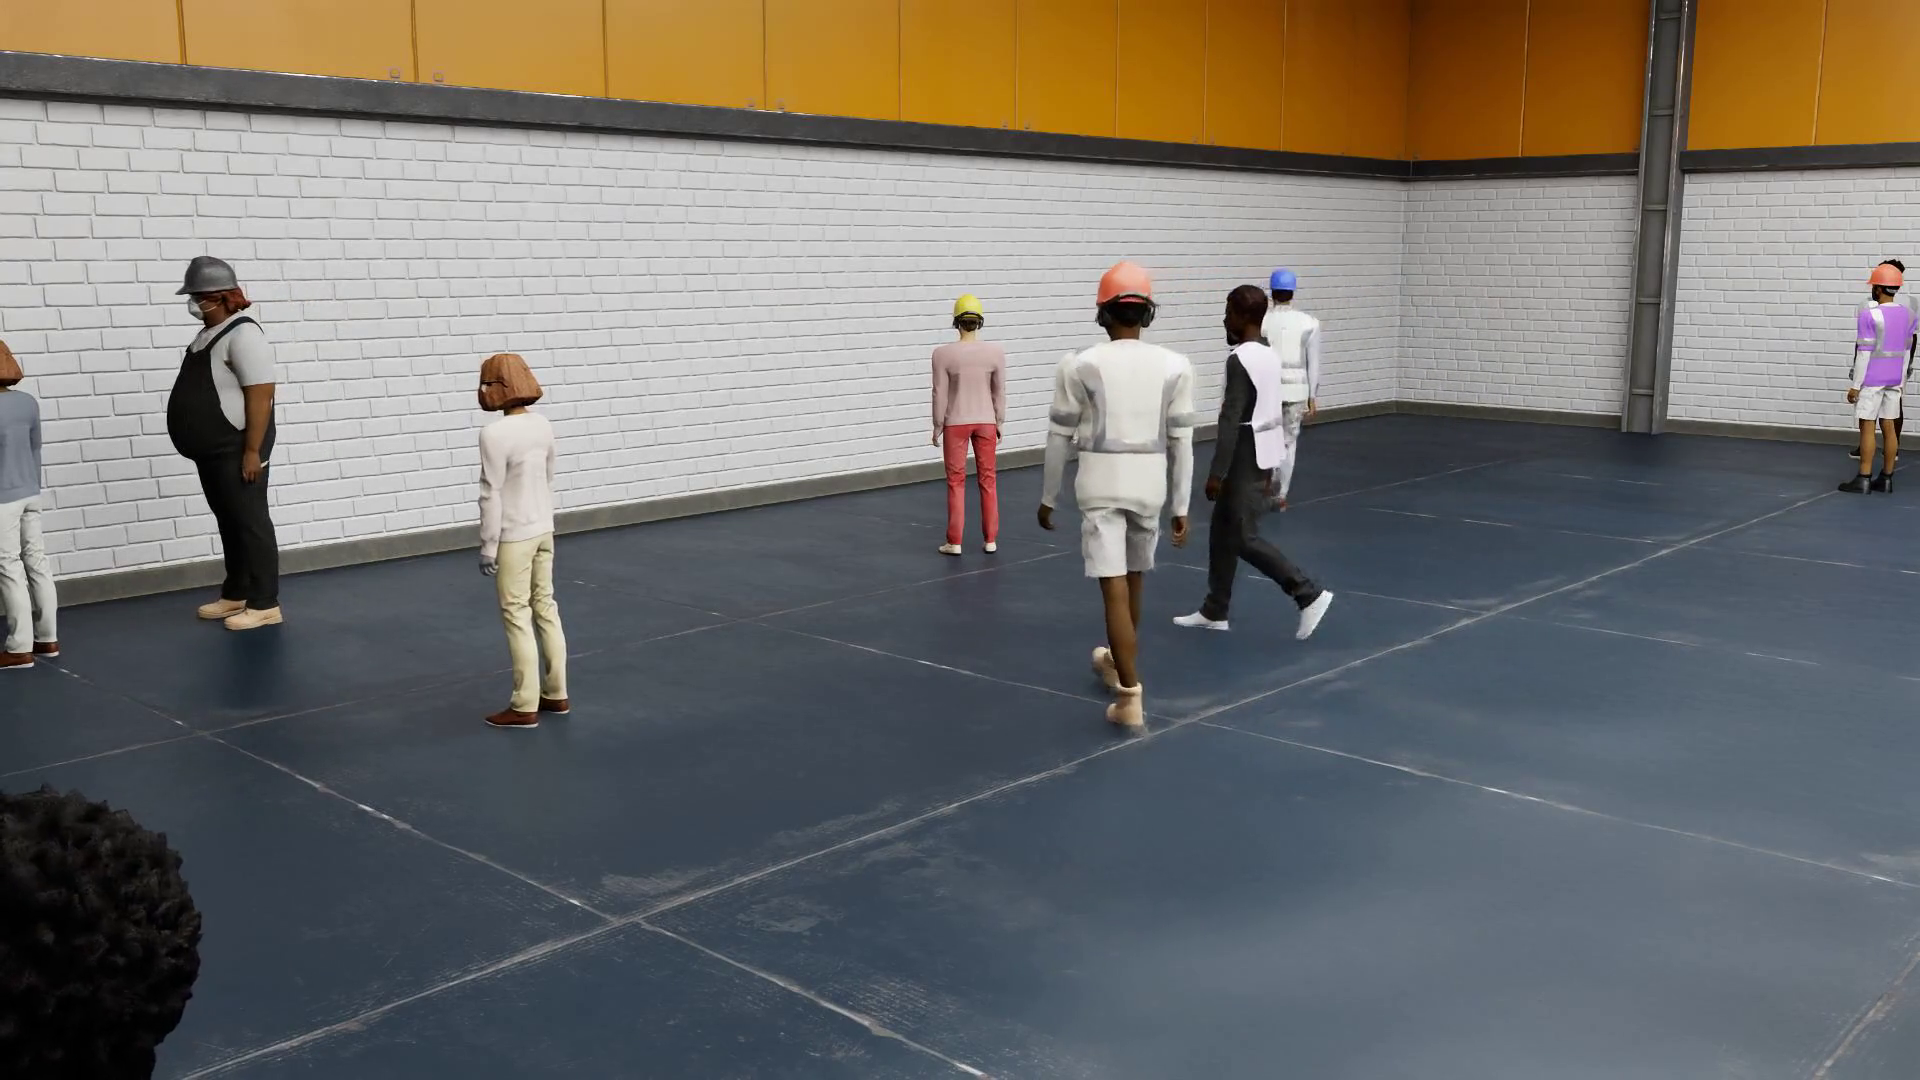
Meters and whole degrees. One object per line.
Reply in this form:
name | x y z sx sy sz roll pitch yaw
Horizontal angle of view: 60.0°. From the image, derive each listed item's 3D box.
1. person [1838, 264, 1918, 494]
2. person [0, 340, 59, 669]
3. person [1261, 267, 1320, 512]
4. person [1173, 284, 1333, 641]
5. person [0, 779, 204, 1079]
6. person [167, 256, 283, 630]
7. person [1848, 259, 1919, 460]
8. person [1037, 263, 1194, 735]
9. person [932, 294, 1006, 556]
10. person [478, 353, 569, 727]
person | 7.762 -1.354 14.075 0.545 1.942 0.352 -3 10 -17
person | -4.733 -0.178 8.250 0.280 1.634 0.499 1 10 5
person | 2.486 -1.139 12.893 0.613 1.928 0.722 0 10 1
person | 1.567 -0.405 8.833 0.821 1.891 0.595 4 11 21
person | -0.634 1.016 1.298 0.320 1.691 0.535 4 11 20
person | -4.040 -0.531 9.106 0.536 2.000 0.688 -9 13 -42
person | 9.042 -1.755 16.287 0.603 1.966 0.368 0 10 1
person | 0.670 -0.211 7.387 0.628 1.992 1.006 -2 10 -13
person | 0.056 -0.769 11.242 0.525 1.769 0.309 -3 10 -16
person | -1.920 0.004 7.248 0.274 1.626 0.498 3 10 16
